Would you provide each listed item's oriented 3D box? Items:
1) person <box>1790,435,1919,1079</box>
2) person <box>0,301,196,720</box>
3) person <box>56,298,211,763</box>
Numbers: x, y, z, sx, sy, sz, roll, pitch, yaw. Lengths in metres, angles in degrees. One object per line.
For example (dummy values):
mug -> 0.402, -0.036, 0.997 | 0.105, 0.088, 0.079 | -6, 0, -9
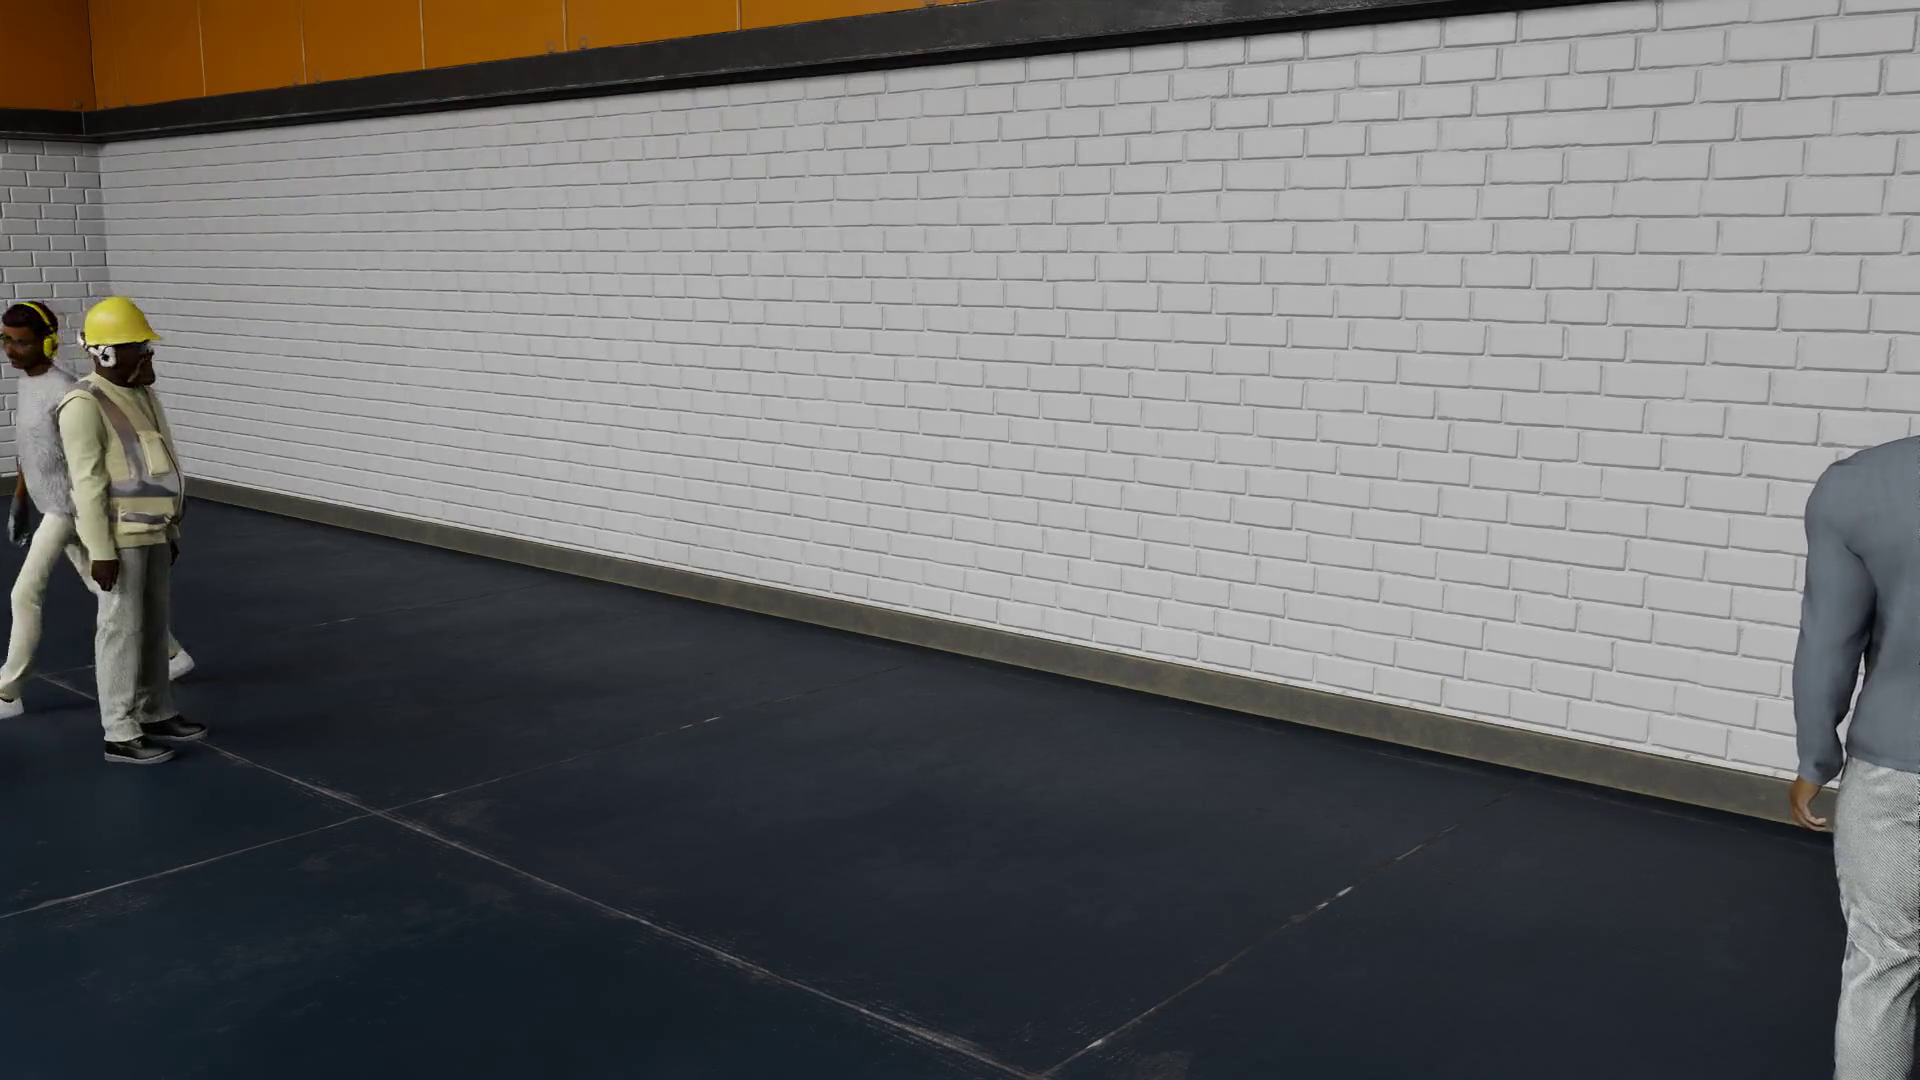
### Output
person -> 2.014, 0.477, 3.366 | 0.629, 1.935, 0.371 | 5, 11, 24
person -> -3.900, -0.143, 7.281 | 1.009, 1.811, 0.528 | -8, 13, -39
person -> -3.277, -0.033, 6.603 | 0.403, 1.826, 0.630 | 0, 10, -2
